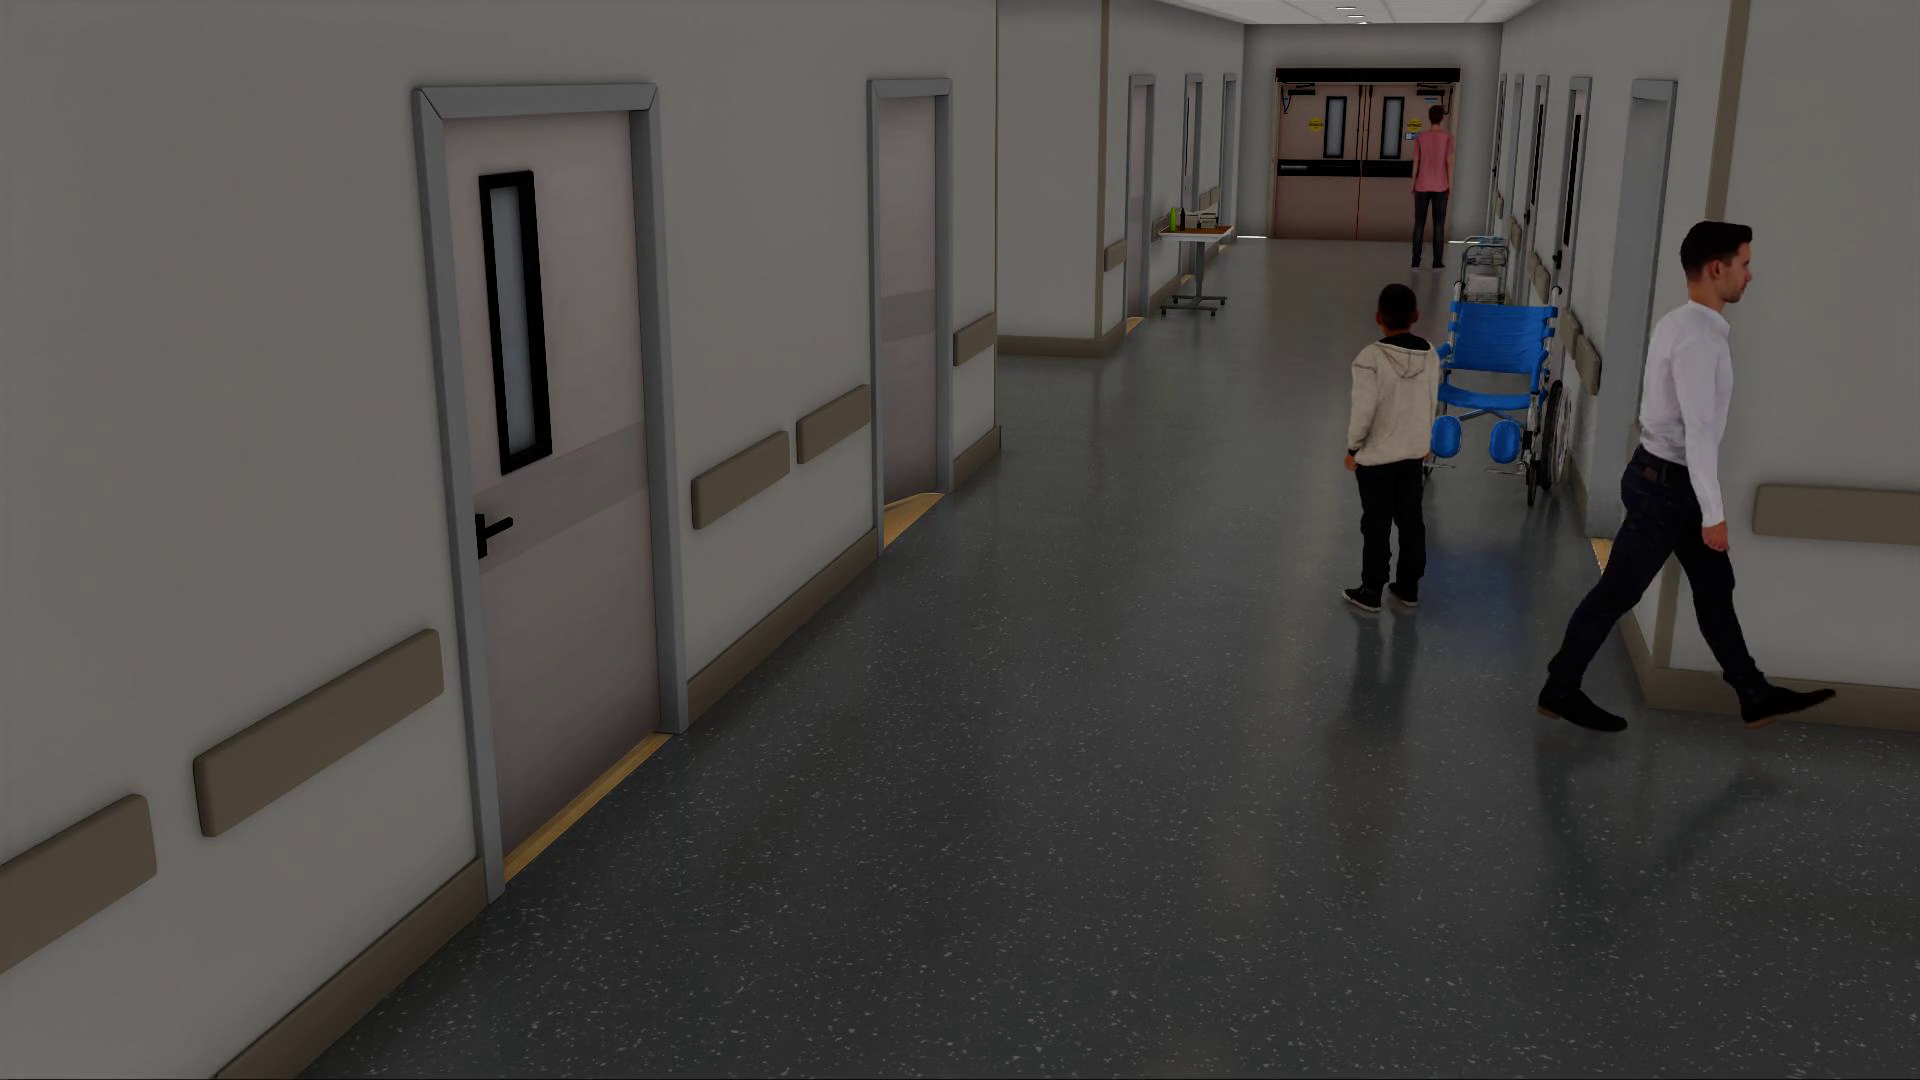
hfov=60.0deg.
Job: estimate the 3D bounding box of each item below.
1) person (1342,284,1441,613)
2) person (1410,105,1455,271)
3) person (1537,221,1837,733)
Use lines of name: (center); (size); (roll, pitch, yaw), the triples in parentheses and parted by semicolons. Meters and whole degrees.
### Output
person: (1.925, -0.407, 7.396); (0.657, 1.452, 0.673); (-5, 17, -18)
person: (5.719, -4.278, 20.198); (0.653, 1.957, 0.563); (6, 17, 20)
person: (2.391, -0.168, 5.875); (0.800, 1.818, 1.173); (6, 17, 21)
